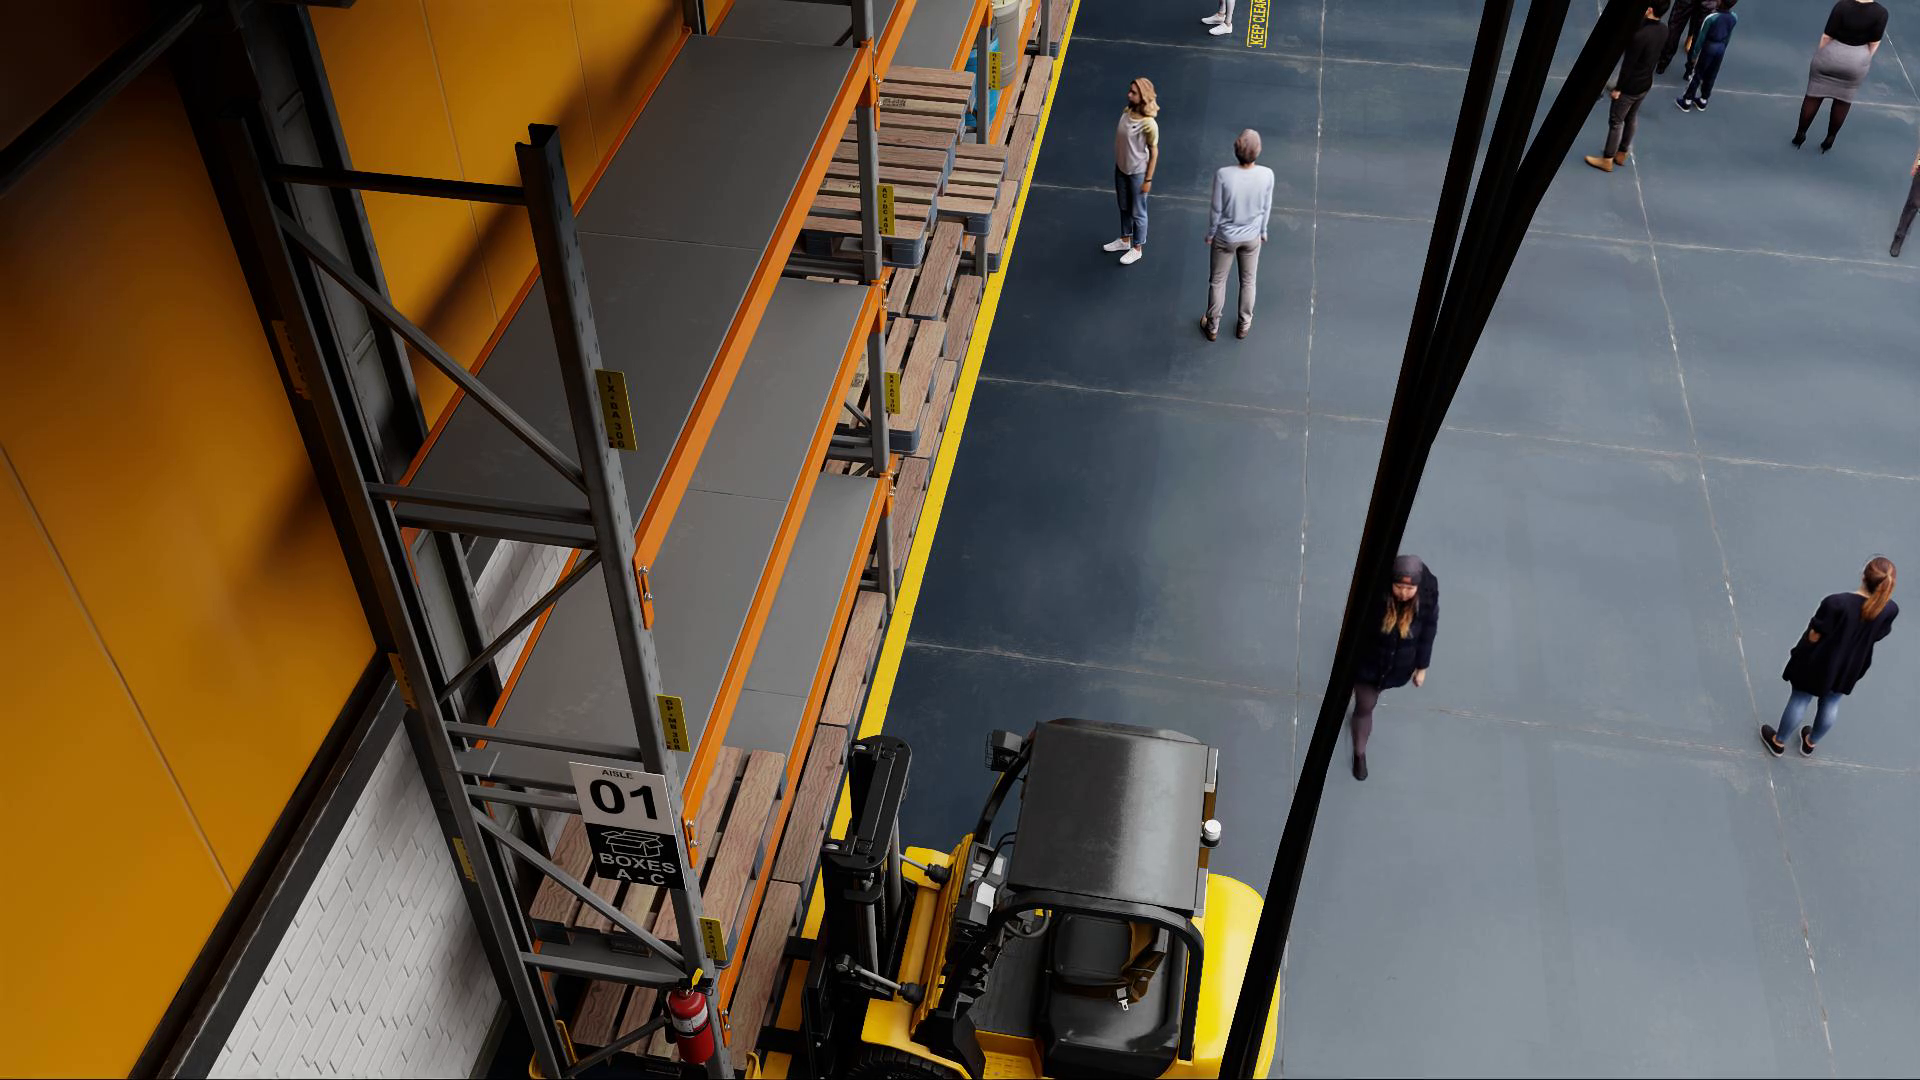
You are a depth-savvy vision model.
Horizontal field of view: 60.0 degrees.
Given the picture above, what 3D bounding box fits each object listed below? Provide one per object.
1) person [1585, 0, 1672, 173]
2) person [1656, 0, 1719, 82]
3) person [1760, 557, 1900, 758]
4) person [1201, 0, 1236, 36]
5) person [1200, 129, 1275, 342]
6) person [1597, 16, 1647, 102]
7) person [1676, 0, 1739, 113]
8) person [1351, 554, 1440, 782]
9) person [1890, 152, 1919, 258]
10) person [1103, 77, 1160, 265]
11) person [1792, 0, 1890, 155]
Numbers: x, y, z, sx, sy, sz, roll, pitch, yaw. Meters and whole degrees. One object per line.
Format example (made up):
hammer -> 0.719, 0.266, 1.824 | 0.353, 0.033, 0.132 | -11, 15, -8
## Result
person -> 6.255, -4.253, 15.427 | 0.714, 1.722, 0.784 | -28, 50, -26
person -> 7.460, -5.571, 16.674 | 0.775, 1.912, 0.750 | 26, 50, 25
person -> 5.372, 0.733, 10.221 | 0.637, 1.684, 0.568 | 4, 44, 4
person -> 2.814, -6.163, 17.446 | 0.698, 1.702, 0.568 | -7, 44, -7
person -> 2.238, -2.445, 13.404 | 0.692, 1.894, 0.639 | -1, 44, -1
person -> 6.628, -5.115, 16.378 | 0.640, 1.659, 0.623 | -1, 44, -1
person -> 7.385, -4.821, 16.361 | 0.553, 1.255, 0.564 | -8, 44, -8
person -> 2.641, 0.650, 10.344 | 0.697, 1.635, 1.020 | 5, 44, 5
person -> 8.524, -3.259, 14.499 | 0.739, 1.563, 1.020 | 16, 46, 17
person -> 1.501, -3.181, 14.301 | 0.767, 1.723, 0.698 | -24, 48, -23
person -> 8.291, -4.482, 15.641 | 0.728, 1.759, 0.713 | 19, 47, 18
